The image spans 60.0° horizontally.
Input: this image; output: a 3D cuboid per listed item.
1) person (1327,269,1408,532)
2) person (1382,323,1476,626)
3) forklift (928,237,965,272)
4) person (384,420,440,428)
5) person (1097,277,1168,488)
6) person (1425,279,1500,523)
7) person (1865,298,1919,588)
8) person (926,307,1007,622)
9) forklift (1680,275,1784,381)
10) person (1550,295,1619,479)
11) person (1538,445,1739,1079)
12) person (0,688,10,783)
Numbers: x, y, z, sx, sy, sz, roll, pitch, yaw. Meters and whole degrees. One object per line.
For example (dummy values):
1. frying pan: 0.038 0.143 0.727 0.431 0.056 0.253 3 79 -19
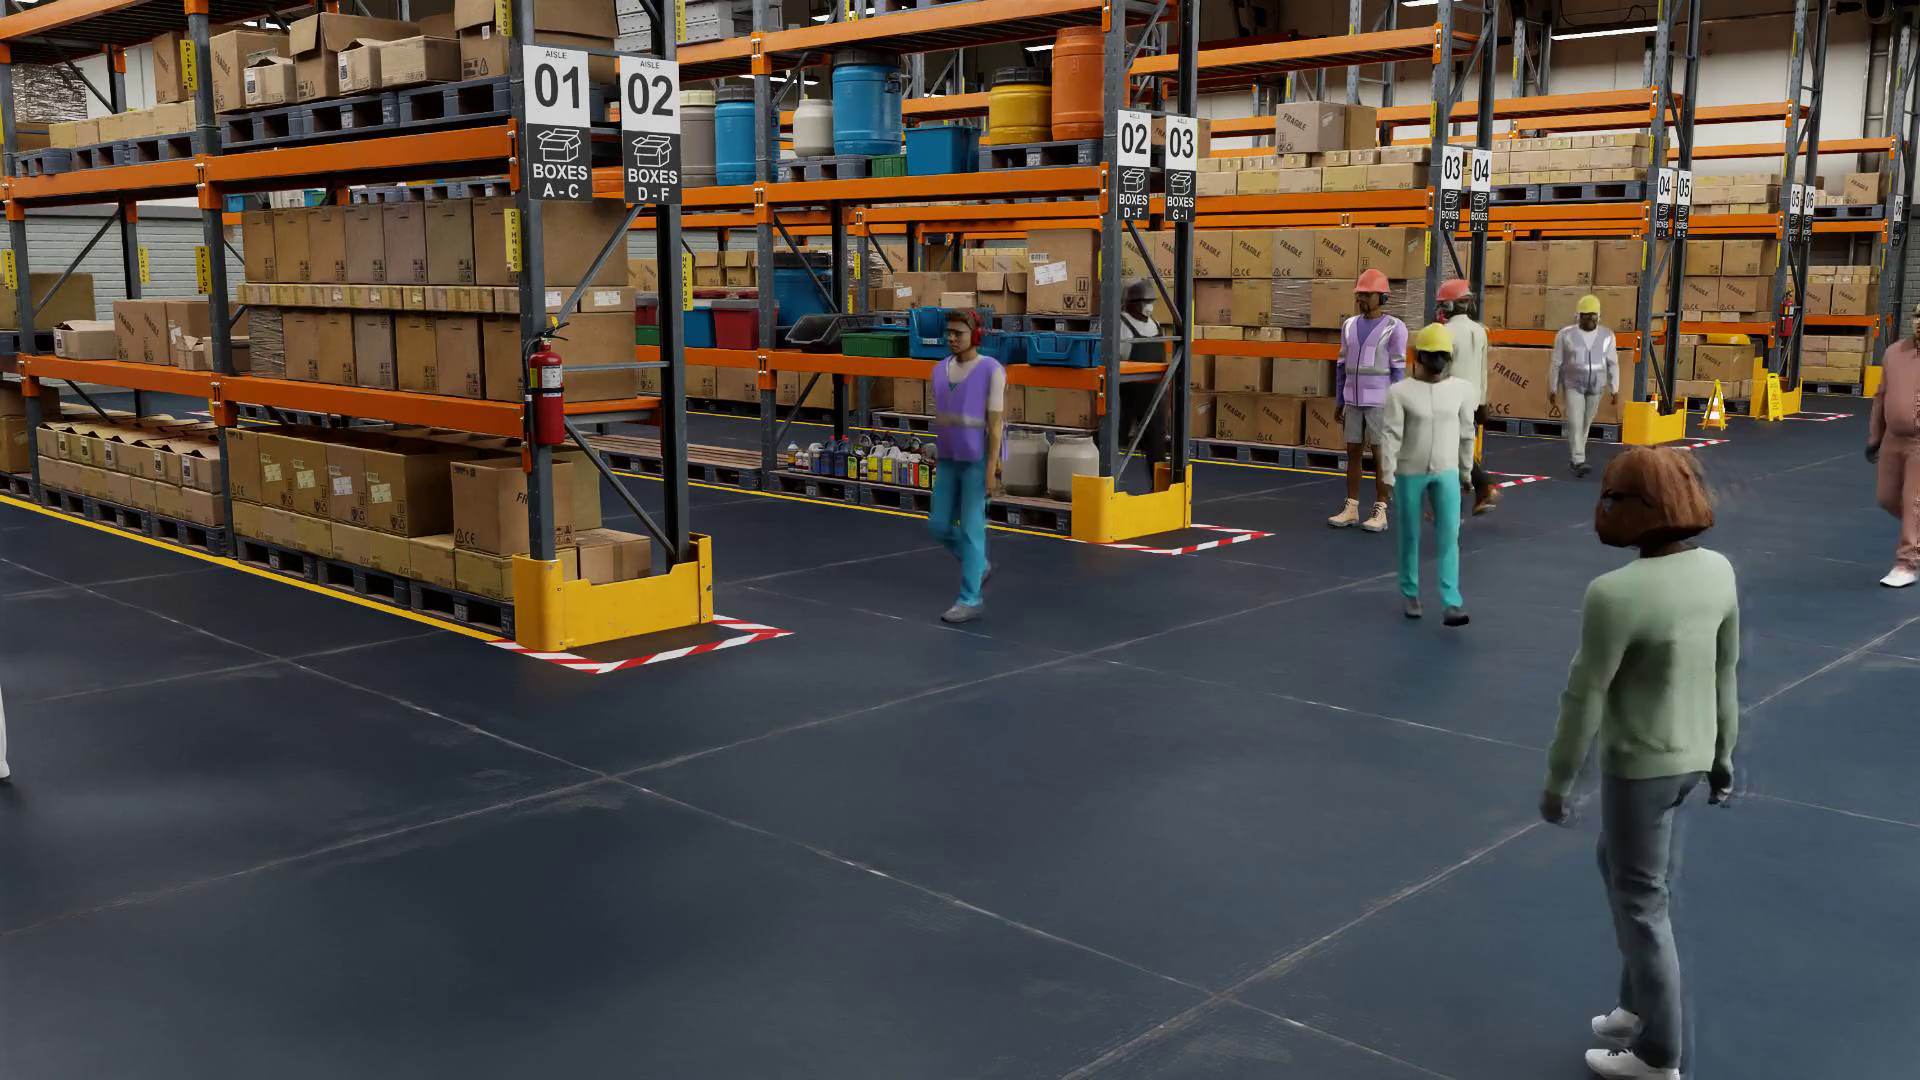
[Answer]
1. person: 3.206 -1.099 13.098 0.365 2.048 0.608 -8 12 -41
2. person: 2.704 -0.366 9.534 0.551 1.726 0.857 0 9 3
3. forklift: -0.326 -5.817 39.609 1.129 2.768 1.873 9 13 43
4. person: -4.491 -1.159 13.723 0.607 1.963 0.374 -8 12 -40
5. person: 1.505 -1.336 14.702 0.692 2.000 1.009 -7 12 -38
6. person: 4.023 -1.114 13.437 0.612 1.972 0.516 -8 12 -42
7. person: 6.294 -0.654 10.864 0.709 1.885 0.654 -4 10 -22
8. person: 0.053 -0.445 9.749 0.574 1.831 0.461 9 13 42
9. forklift: 12.480 -3.427 27.053 1.214 2.155 2.313 9 13 43
10. person: 6.180 -1.508 16.397 0.621 1.779 0.916 1 9 3
11. person: 1.676 0.566 4.178 0.538 1.613 0.485 -6 11 -32
12. person: -3.963 0.193 6.459 0.315 1.629 0.508 1 9 8
